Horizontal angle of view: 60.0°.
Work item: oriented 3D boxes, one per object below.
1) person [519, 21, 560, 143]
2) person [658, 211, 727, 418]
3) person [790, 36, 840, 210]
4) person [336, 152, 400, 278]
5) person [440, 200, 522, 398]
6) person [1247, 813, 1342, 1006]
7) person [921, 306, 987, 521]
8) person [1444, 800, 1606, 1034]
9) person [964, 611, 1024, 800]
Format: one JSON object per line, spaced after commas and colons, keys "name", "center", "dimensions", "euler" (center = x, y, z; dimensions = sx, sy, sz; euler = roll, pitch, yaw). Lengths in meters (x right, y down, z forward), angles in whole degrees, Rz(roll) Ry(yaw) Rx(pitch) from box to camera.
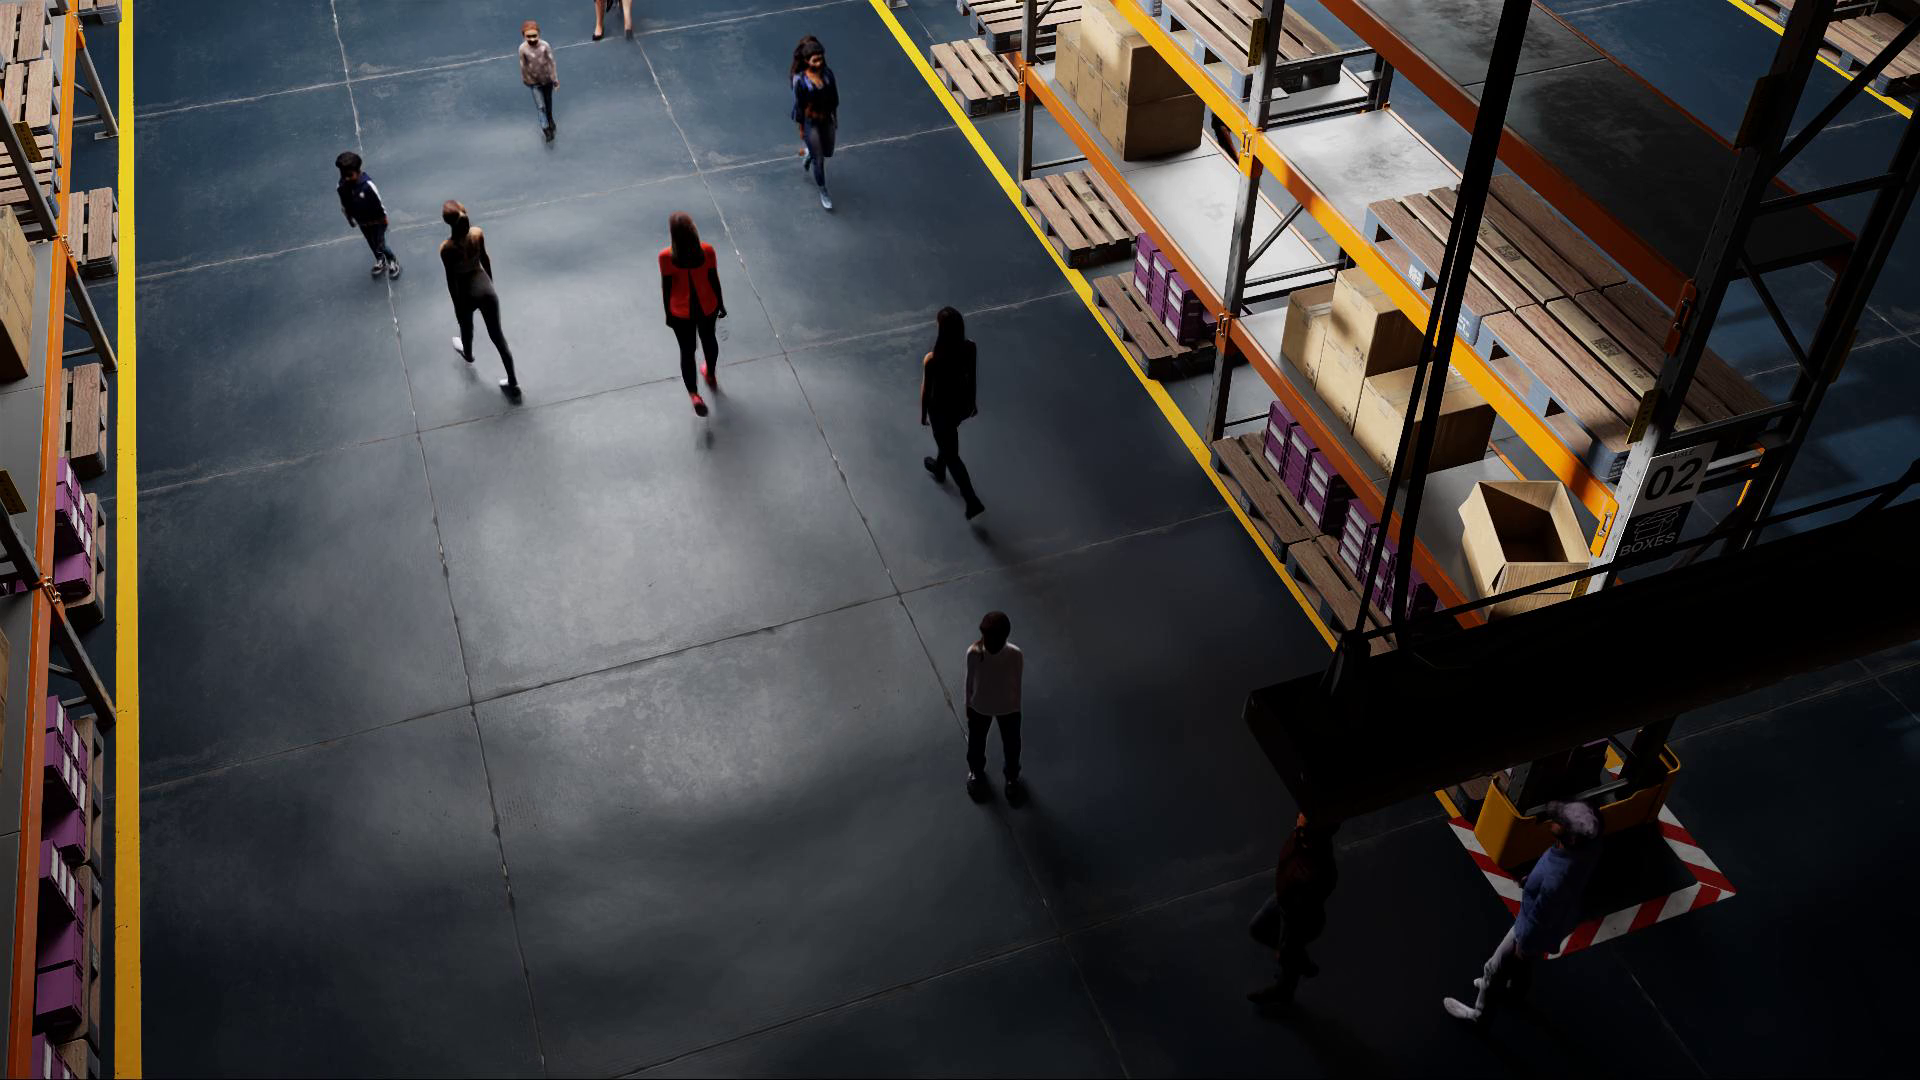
{"name": "person", "center": [-4.054, -4.480, 16.081], "dimensions": [0.495, 1.162, 0.805], "euler": [-12, 45, -13]}
{"name": "person", "center": [-2.039, -1.705, 12.804], "dimensions": [0.678, 1.666, 1.038], "euler": [-9, 44, -9]}
{"name": "person", "center": [-1.326, -3.801, 15.048], "dimensions": [0.719, 1.605, 0.927], "euler": [-22, 48, -22]}
{"name": "person", "center": [-5.084, -2.814, 14.297], "dimensions": [0.597, 1.212, 0.619], "euler": [5, 44, 5]}
{"name": "person", "center": [-3.726, -1.848, 12.961], "dimensions": [0.900, 1.656, 1.202], "euler": [-33, 53, -30]}
{"name": "person", "center": [1.877, 1.975, 8.866], "dimensions": [0.794, 1.769, 0.693], "euler": [-3, 44, -3]}
{"name": "person", "center": [-0.032, -0.892, 11.955], "dimensions": [0.757, 1.660, 1.172], "euler": [-24, 49, -23]}
{"name": "person", "center": [3.110, 1.984, 8.776], "dimensions": [0.813, 1.880, 0.780], "euler": [28, 50, 26]}
{"name": "person", "center": [0.217, 0.972, 10.075], "dimensions": [0.586, 1.555, 0.611], "euler": [2, 44, 2]}
